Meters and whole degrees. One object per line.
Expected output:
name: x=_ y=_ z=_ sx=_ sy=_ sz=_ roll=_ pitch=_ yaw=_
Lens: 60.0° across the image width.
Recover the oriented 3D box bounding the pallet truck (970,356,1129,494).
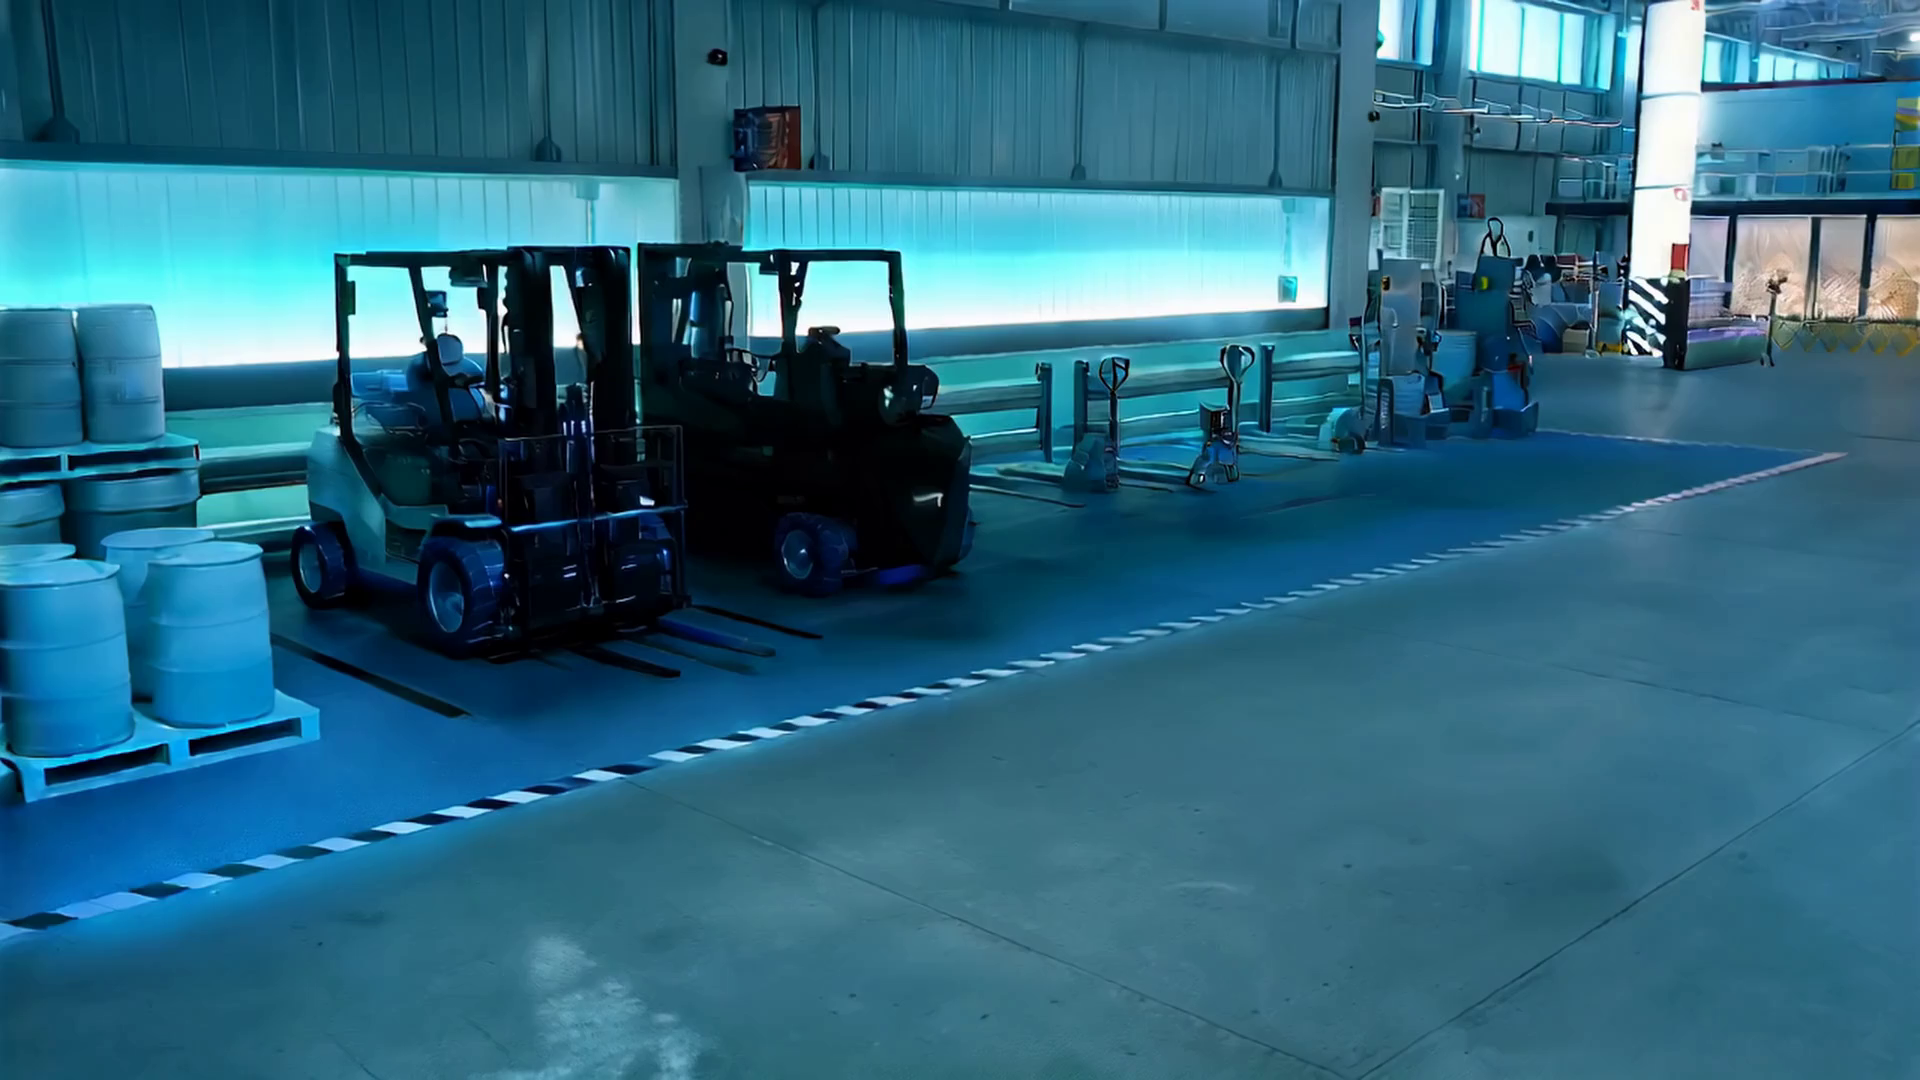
pallet truck: x=0.784 y=-1.085 z=14.876 sx=0.680 sy=1.201 sz=1.601 roll=-10 pitch=14 yaw=-44

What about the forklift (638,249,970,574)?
forklift: x=-1.173 y=-0.958 z=11.239 sx=2.680 sy=1.987 sz=1.157 roll=10 pitch=14 yaw=43

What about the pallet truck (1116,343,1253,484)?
pallet truck: x=1.962 y=-1.215 z=15.415 sx=1.522 sy=1.261 sz=0.704 roll=10 pitch=14 yaw=43

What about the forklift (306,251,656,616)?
forklift: x=-2.833 y=-0.669 z=9.694 sx=1.157 sy=1.987 sz=2.680 roll=-10 pitch=14 yaw=-44

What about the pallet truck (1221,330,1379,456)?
pallet truck: x=3.563 y=-1.581 z=17.381 sx=0.653 sy=1.274 sz=1.630 roll=-10 pitch=14 yaw=-44

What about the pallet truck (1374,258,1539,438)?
pallet truck: x=5.704 y=-2.208 z=18.901 sx=1.885 sy=1.965 sz=0.823 roll=10 pitch=14 yaw=43

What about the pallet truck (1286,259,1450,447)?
pallet truck: x=4.493 y=-2.078 z=18.196 sx=0.823 sy=1.965 sz=1.885 roll=-9 pitch=14 yaw=-40
